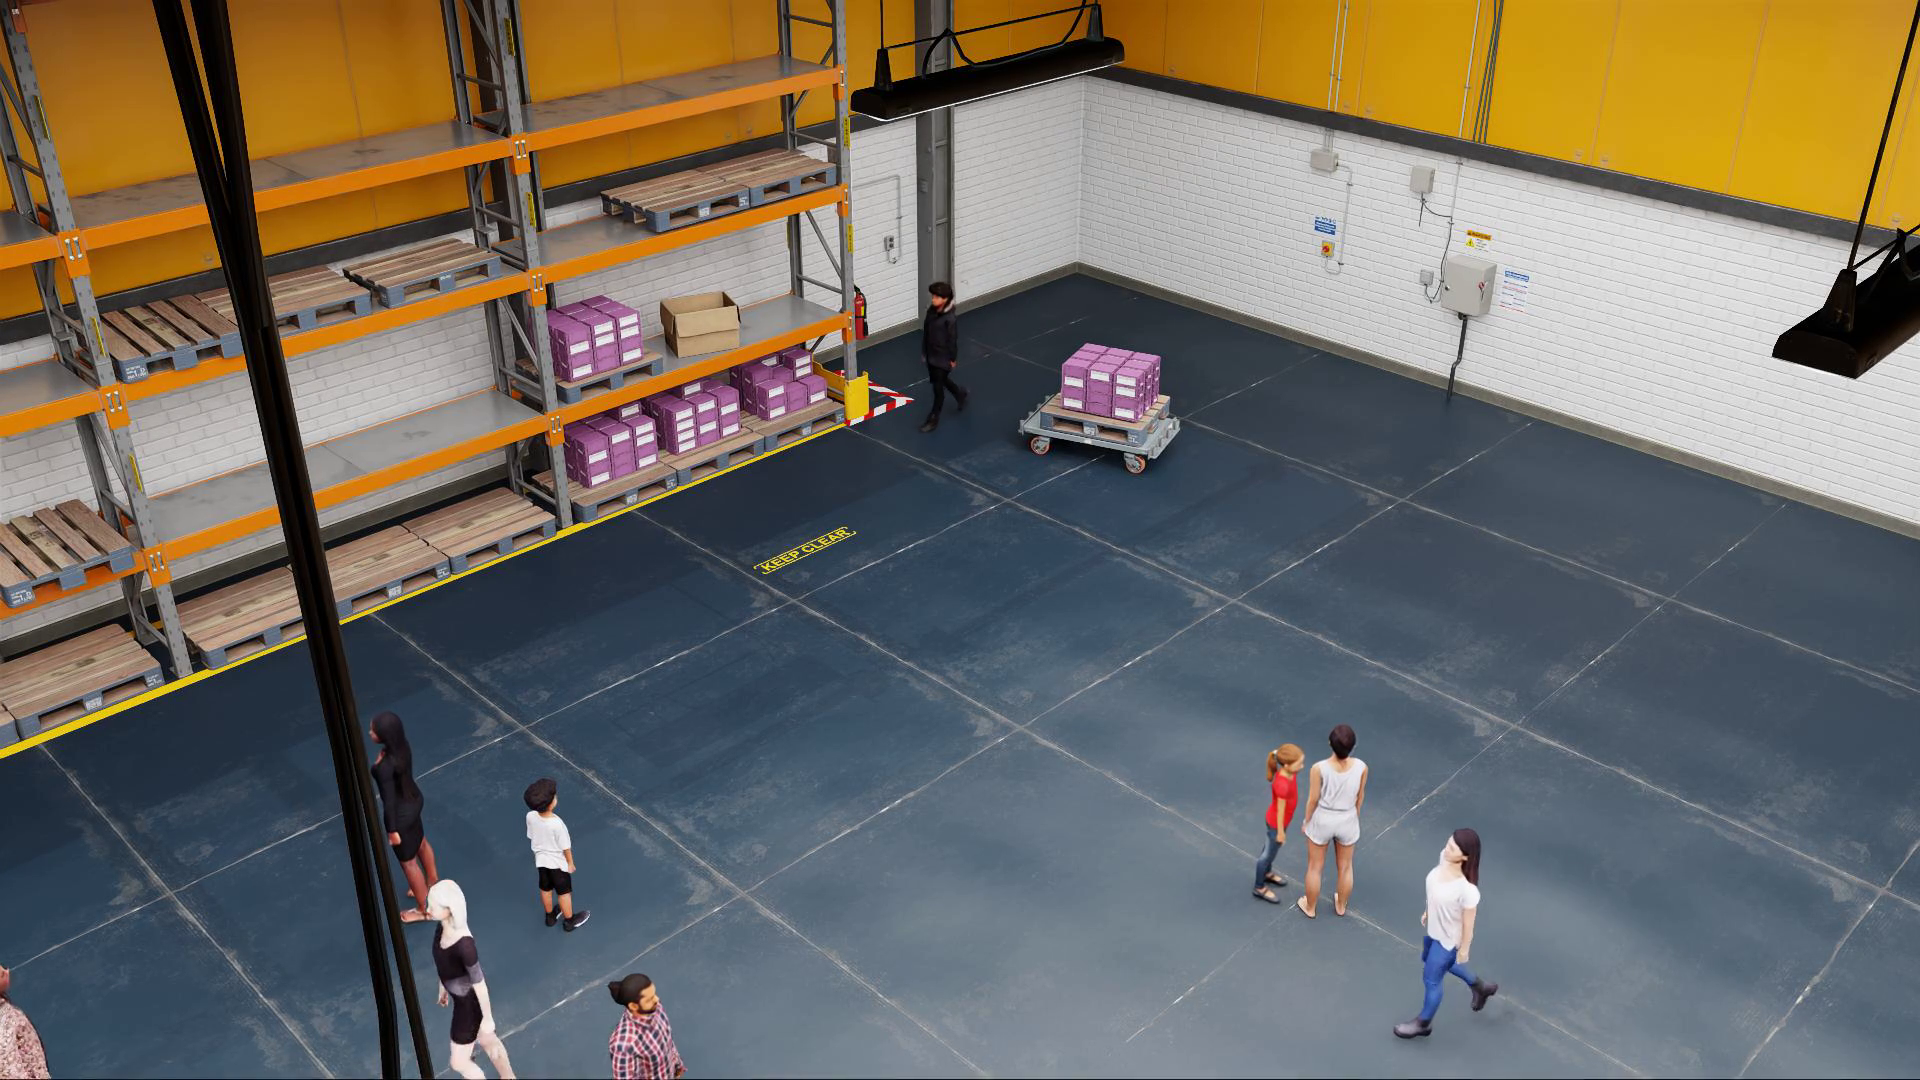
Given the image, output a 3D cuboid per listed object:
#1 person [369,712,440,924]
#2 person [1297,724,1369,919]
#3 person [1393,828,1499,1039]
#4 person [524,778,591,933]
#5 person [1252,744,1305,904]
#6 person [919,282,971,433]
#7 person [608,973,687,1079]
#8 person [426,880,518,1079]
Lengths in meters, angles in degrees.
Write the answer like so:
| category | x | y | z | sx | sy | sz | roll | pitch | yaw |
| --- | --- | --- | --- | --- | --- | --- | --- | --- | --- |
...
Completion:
| category | x | y | z | sx | sy | sz | roll | pitch | yaw |
| --- | --- | --- | --- | --- | --- | --- | --- | --- | --- |
| person | -3.931 | 1.934 | 11.752 | 0.710 | 1.719 | 0.662 | -1 | 29 | -2 |
| person | 2.636 | 1.989 | 11.770 | 0.638 | 1.607 | 0.706 | -2 | 29 | -3 |
| person | 3.215 | 2.535 | 10.706 | 1.030 | 1.667 | 0.939 | -3 | 29 | -5 |
| person | -2.877 | 2.217 | 11.713 | 0.555 | 1.261 | 0.582 | 13 | 31 | 22 |
| person | 2.293 | 2.019 | 12.030 | 0.592 | 1.306 | 0.497 | 12 | 31 | 20 |
| person | -0.189 | -2.161 | 19.215 | 1.066 | 1.762 | 0.655 | -24 | 37 | -37 |
| person | -1.846 | 3.161 | 9.495 | 1.198 | 1.728 | 1.173 | 2 | 29 | 4 |
| person | -2.890 | 2.778 | 10.106 | 0.699 | 1.816 | 0.684 | -18 | 33 | -30 |
